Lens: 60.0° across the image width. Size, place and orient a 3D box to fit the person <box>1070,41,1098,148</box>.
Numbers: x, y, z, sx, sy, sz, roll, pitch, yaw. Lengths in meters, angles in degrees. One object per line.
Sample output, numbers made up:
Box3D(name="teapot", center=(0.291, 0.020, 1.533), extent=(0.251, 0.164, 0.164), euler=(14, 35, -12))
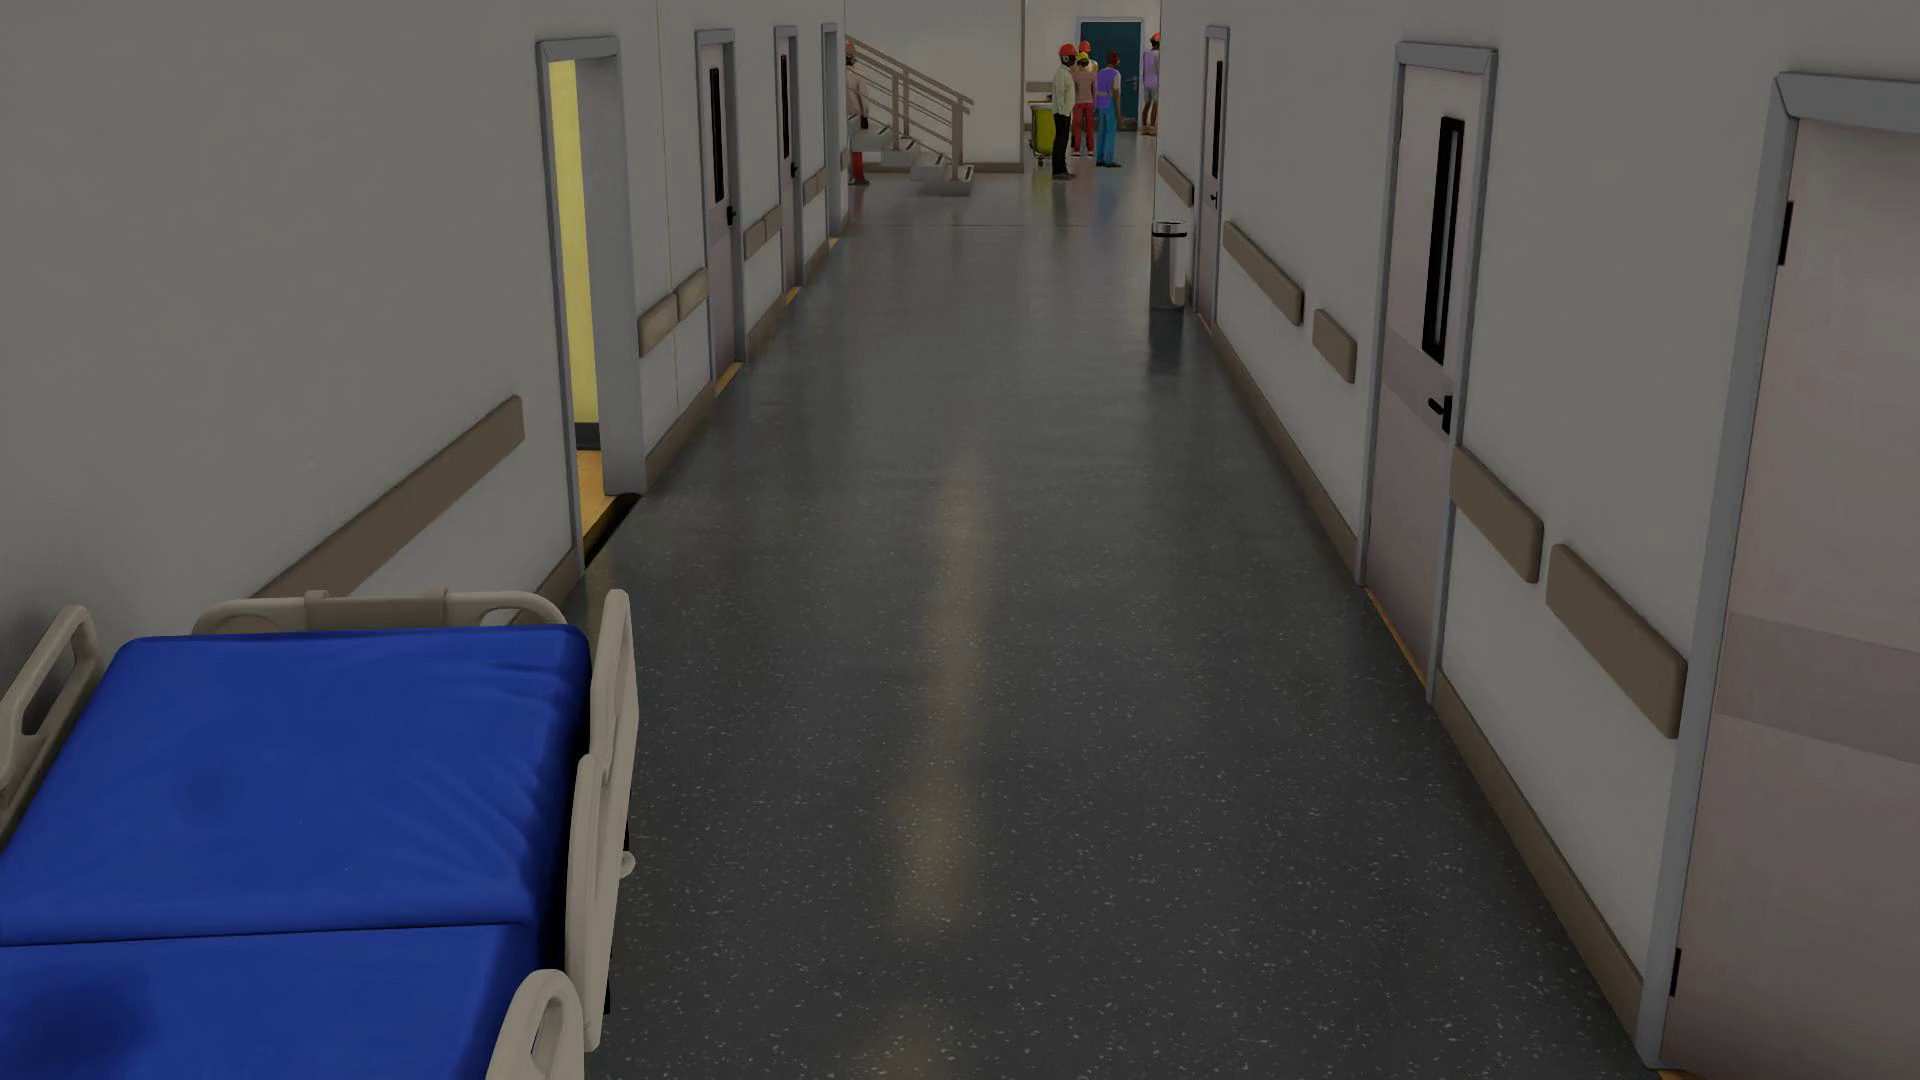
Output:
Box3D(name="person", center=(2.286, -8.234, 30.765), extent=(0.542, 1.928, 0.400), euler=(-2, 18, -6))

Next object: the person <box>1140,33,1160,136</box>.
Box3D(name="person", center=(3.948, -9.238, 33.750), extent=(0.408, 2.033, 0.612), euler=(-12, 21, -32))

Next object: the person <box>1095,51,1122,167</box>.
Box3D(name="person", center=(2.398, -6.967, 26.927), extent=(0.377, 1.835, 0.566), euler=(-10, 20, -30))

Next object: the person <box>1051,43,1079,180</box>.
Box3D(name="person", center=(1.569, -6.394, 24.885), extent=(0.398, 1.989, 0.617), euler=(5, 18, 14))

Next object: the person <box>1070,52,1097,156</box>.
Box3D(name="person", center=(2.133, -7.593, 29.001), extent=(0.523, 1.769, 0.315), euler=(-5, 18, -16))
